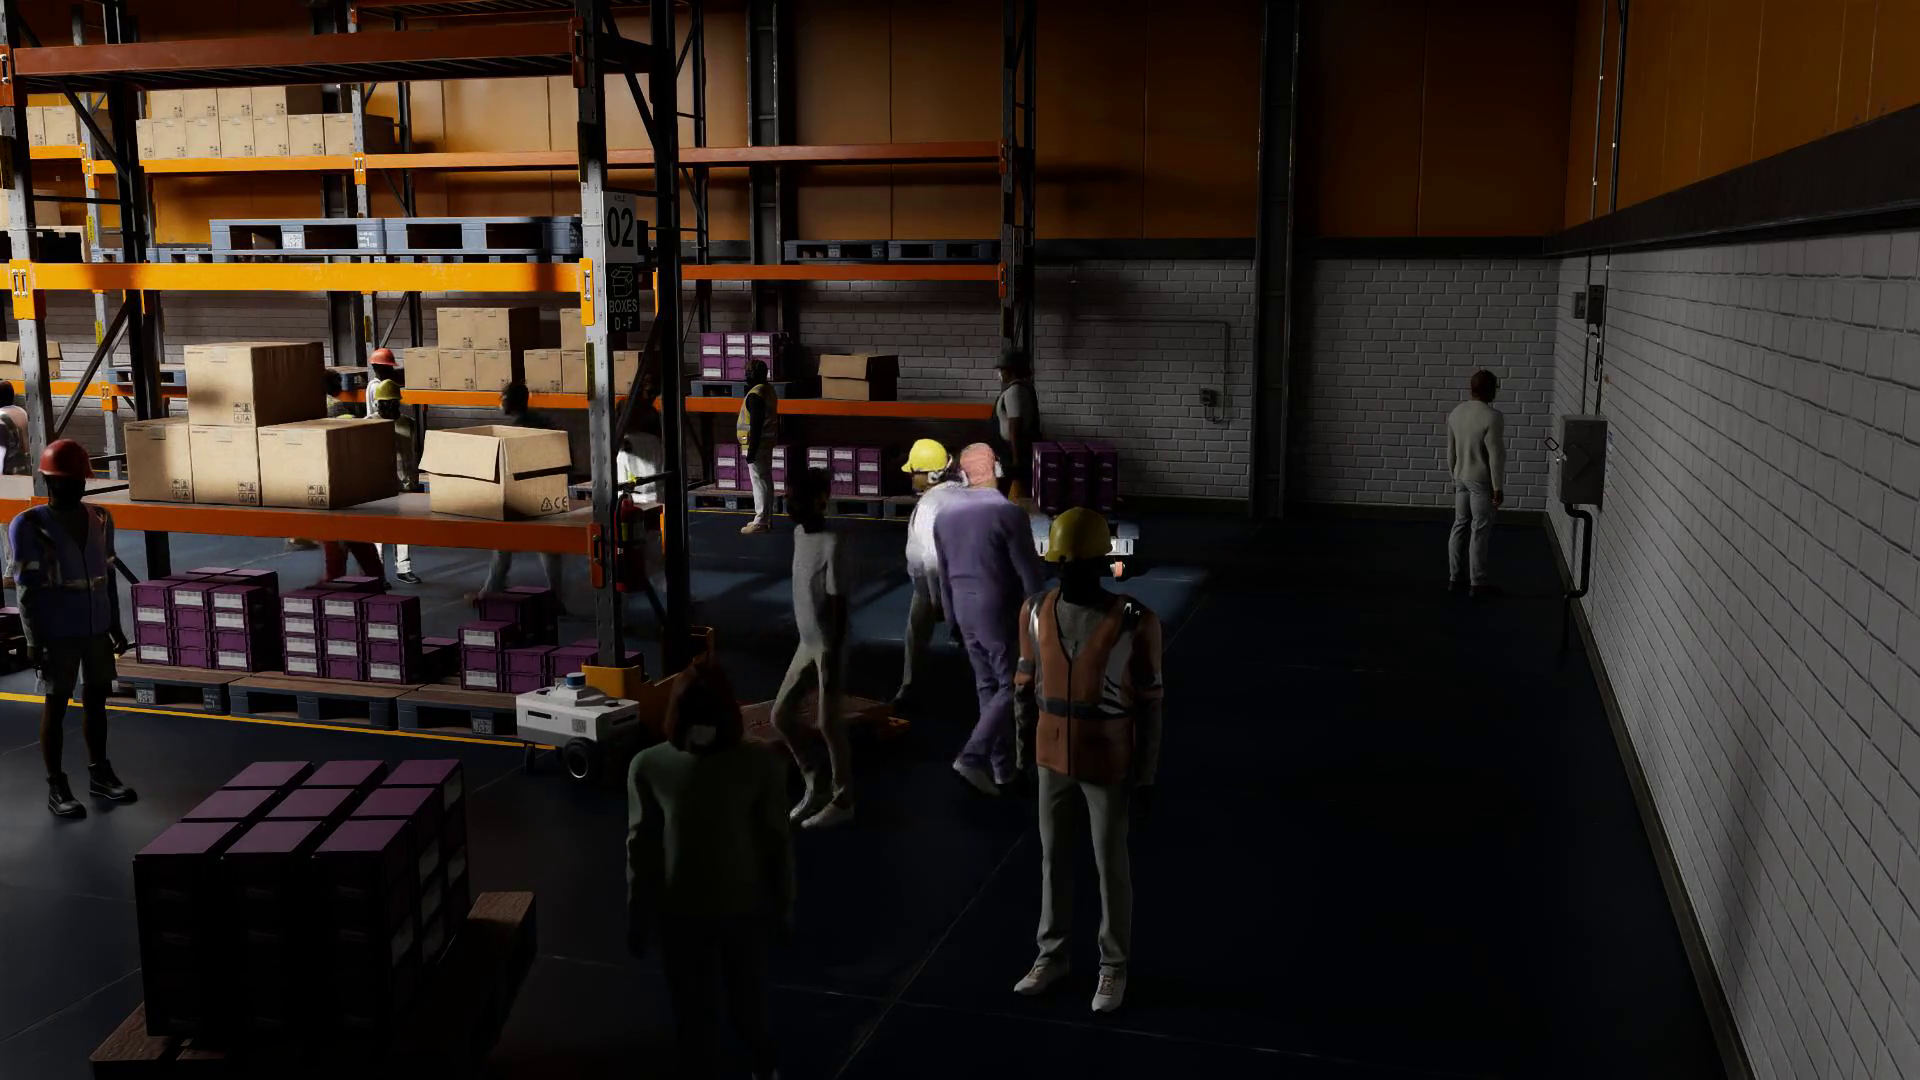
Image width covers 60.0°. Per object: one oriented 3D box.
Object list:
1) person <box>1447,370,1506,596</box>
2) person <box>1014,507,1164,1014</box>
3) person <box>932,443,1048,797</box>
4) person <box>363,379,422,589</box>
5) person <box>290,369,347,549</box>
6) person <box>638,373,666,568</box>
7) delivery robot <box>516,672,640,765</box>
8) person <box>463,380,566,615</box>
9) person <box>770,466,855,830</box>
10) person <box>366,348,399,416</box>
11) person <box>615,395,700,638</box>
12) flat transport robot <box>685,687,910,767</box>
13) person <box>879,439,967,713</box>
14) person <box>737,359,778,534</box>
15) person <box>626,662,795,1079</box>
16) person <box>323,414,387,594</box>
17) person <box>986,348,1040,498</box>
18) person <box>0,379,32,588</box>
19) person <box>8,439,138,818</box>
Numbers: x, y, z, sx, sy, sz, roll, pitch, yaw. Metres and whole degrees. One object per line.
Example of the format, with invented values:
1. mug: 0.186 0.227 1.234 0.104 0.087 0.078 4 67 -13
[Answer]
1. person: 4.439 -0.490 14.272 0.359 1.937 0.635 -4 10 -23
2. person: 0.464 0.827 6.281 0.591 1.925 0.385 5 11 28
3. person: 0.177 0.429 8.857 0.578 1.877 0.737 -9 13 -43
4. person: -4.989 -0.493 14.610 0.404 1.834 0.591 8 12 39
5. person: -6.358 -0.819 16.730 0.961 1.799 0.624 -8 12 -39
6. person: -2.897 -0.613 15.329 0.344 1.839 0.505 4 10 20
7. delivery robot: -2.127 0.979 9.241 0.707 0.478 0.477 6 11 31
8. person: -3.624 -0.334 13.437 0.953 1.895 0.634 3 10 18
9. person: -0.723 0.549 8.224 0.507 1.841 0.578 -6 11 -33
10. person: -6.236 -1.109 18.057 0.359 1.933 0.553 -4 10 -22
11. person: -2.381 -0.159 12.508 0.783 1.864 0.585 5 10 27
12. flat transport robot: -1.000 1.107 9.610 0.652 0.197 1.431 8 12 39
13. person: -0.063 0.249 10.260 0.925 1.782 0.654 6 11 32
14. person: -2.147 -0.991 17.624 0.429 1.844 0.627 1 9 5
15. person: -0.772 1.158 5.194 0.515 1.617 0.415 1 9 4
16. person: -4.371 -0.044 12.151 0.795 1.732 0.556 2 10 13
17. person: 0.462 -0.955 16.799 0.984 2.000 0.693 3 10 19
18. person: -8.387 -0.499 14.626 0.429 1.844 0.625 -1 9 -8
19. person: -4.561 0.444 8.581 0.358 1.938 0.546 5 11 27
